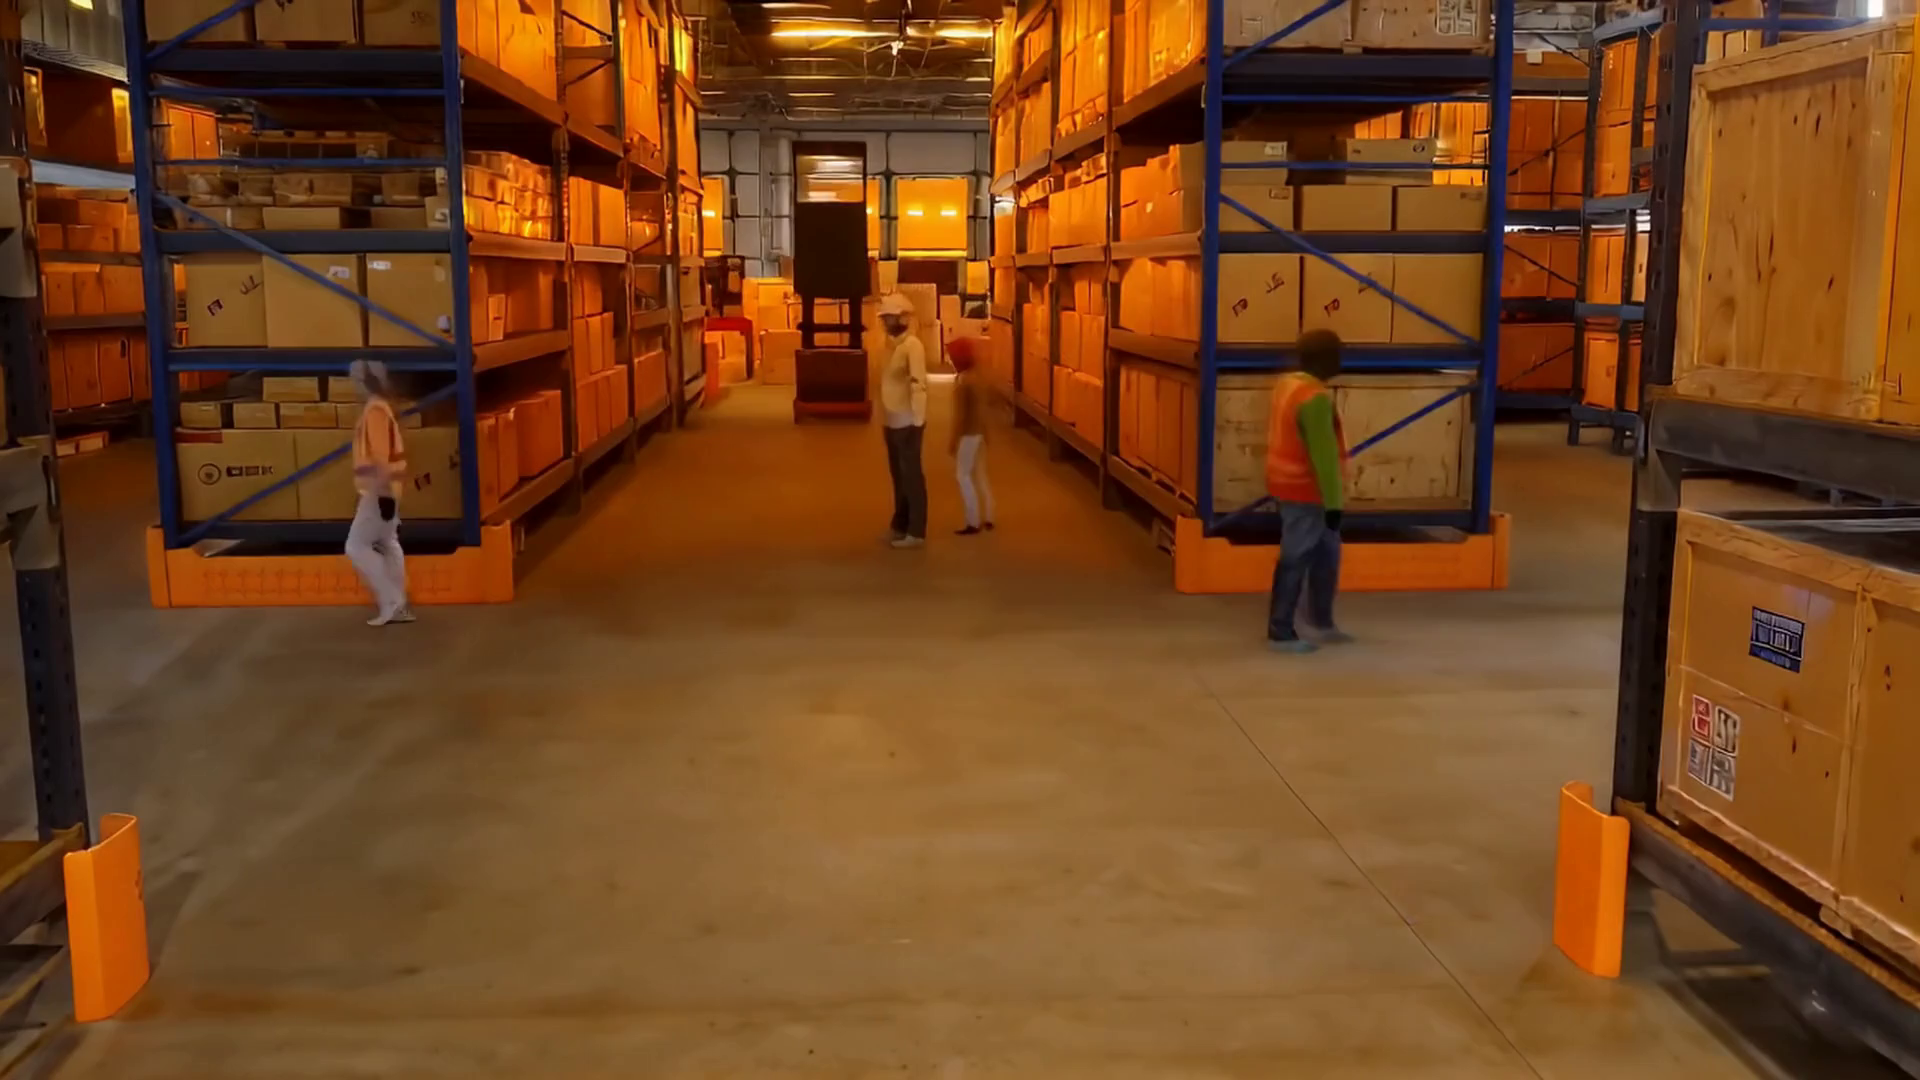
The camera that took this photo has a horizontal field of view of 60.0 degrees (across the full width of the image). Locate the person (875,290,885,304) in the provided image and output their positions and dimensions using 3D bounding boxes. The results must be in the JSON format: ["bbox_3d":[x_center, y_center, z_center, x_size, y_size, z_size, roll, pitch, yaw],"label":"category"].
[{"bbox_3d":[-2.708,-7.922,58.046,0.625,1.612,0.326,-4,10,-24],"label":"person"}]

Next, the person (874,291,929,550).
[{"bbox_3d":[-0.460,-0.925,12.916,0.401,1.990,0.622,-4,10,-24],"label":"person"}]

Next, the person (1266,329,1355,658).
[{"bbox_3d":[2.013,-0.245,9.172,0.681,1.819,0.664,0,9,0],"label":"person"}]

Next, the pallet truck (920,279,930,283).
[{"bbox_3d":[-0.932,-8.922,63.114,1.885,1.965,0.823,2,9,13],"label":"pallet truck"}]

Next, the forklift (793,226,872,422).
[{"bbox_3d":[-1.875,-3.174,24.260,1.129,2.768,1.873,-1,9,-4],"label":"forklift"}]

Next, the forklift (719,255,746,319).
[{"bbox_3d":[-7.876,-8.525,57.858,1.129,2.768,1.873,-9,12,-43],"label":"forklift"}]

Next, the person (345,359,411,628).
[{"bbox_3d":[-3.491,-0.266,9.932,0.394,1.625,0.547,-3,10,-19],"label":"person"}]

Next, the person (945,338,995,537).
[{"bbox_3d":[0.082,-0.850,13.647,0.325,1.611,0.647,4,10,22],"label":"person"}]

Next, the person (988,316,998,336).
[{"bbox_3d":[0.913,-4.938,38.572,1.055,1.853,0.594,-3,10,-20],"label":"person"}]
